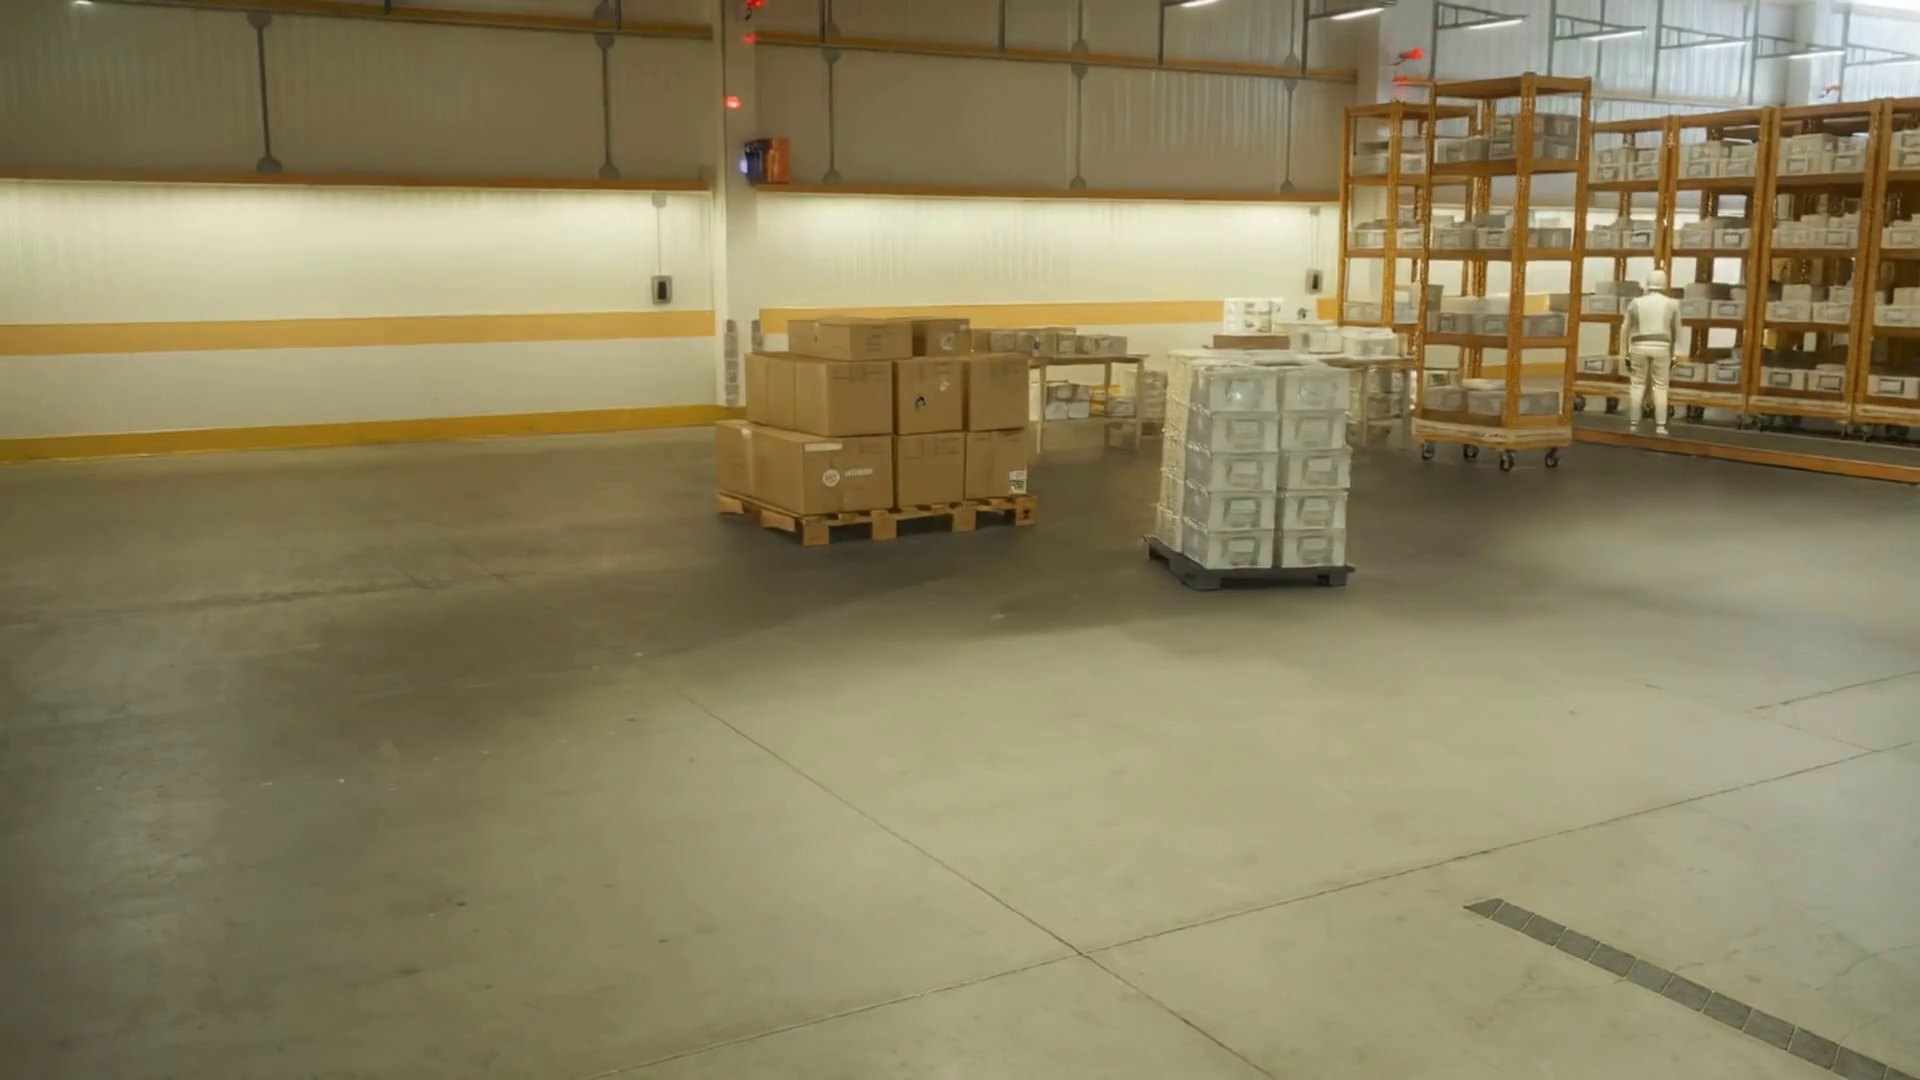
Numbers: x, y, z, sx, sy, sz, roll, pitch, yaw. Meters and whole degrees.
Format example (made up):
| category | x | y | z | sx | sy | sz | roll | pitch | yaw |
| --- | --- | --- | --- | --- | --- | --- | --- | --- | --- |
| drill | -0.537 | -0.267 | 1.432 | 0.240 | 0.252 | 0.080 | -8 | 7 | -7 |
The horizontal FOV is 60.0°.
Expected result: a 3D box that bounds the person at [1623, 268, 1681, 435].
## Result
| category | x | y | z | sx | sy | sz | roll | pitch | yaw |
| --- | --- | --- | --- | --- | --- | --- | --- | --- | --- |
| person | 7.624 | -2.071 | 18.353 | 0.592 | 1.837 | 0.404 | 5 | 11 | 26 |
